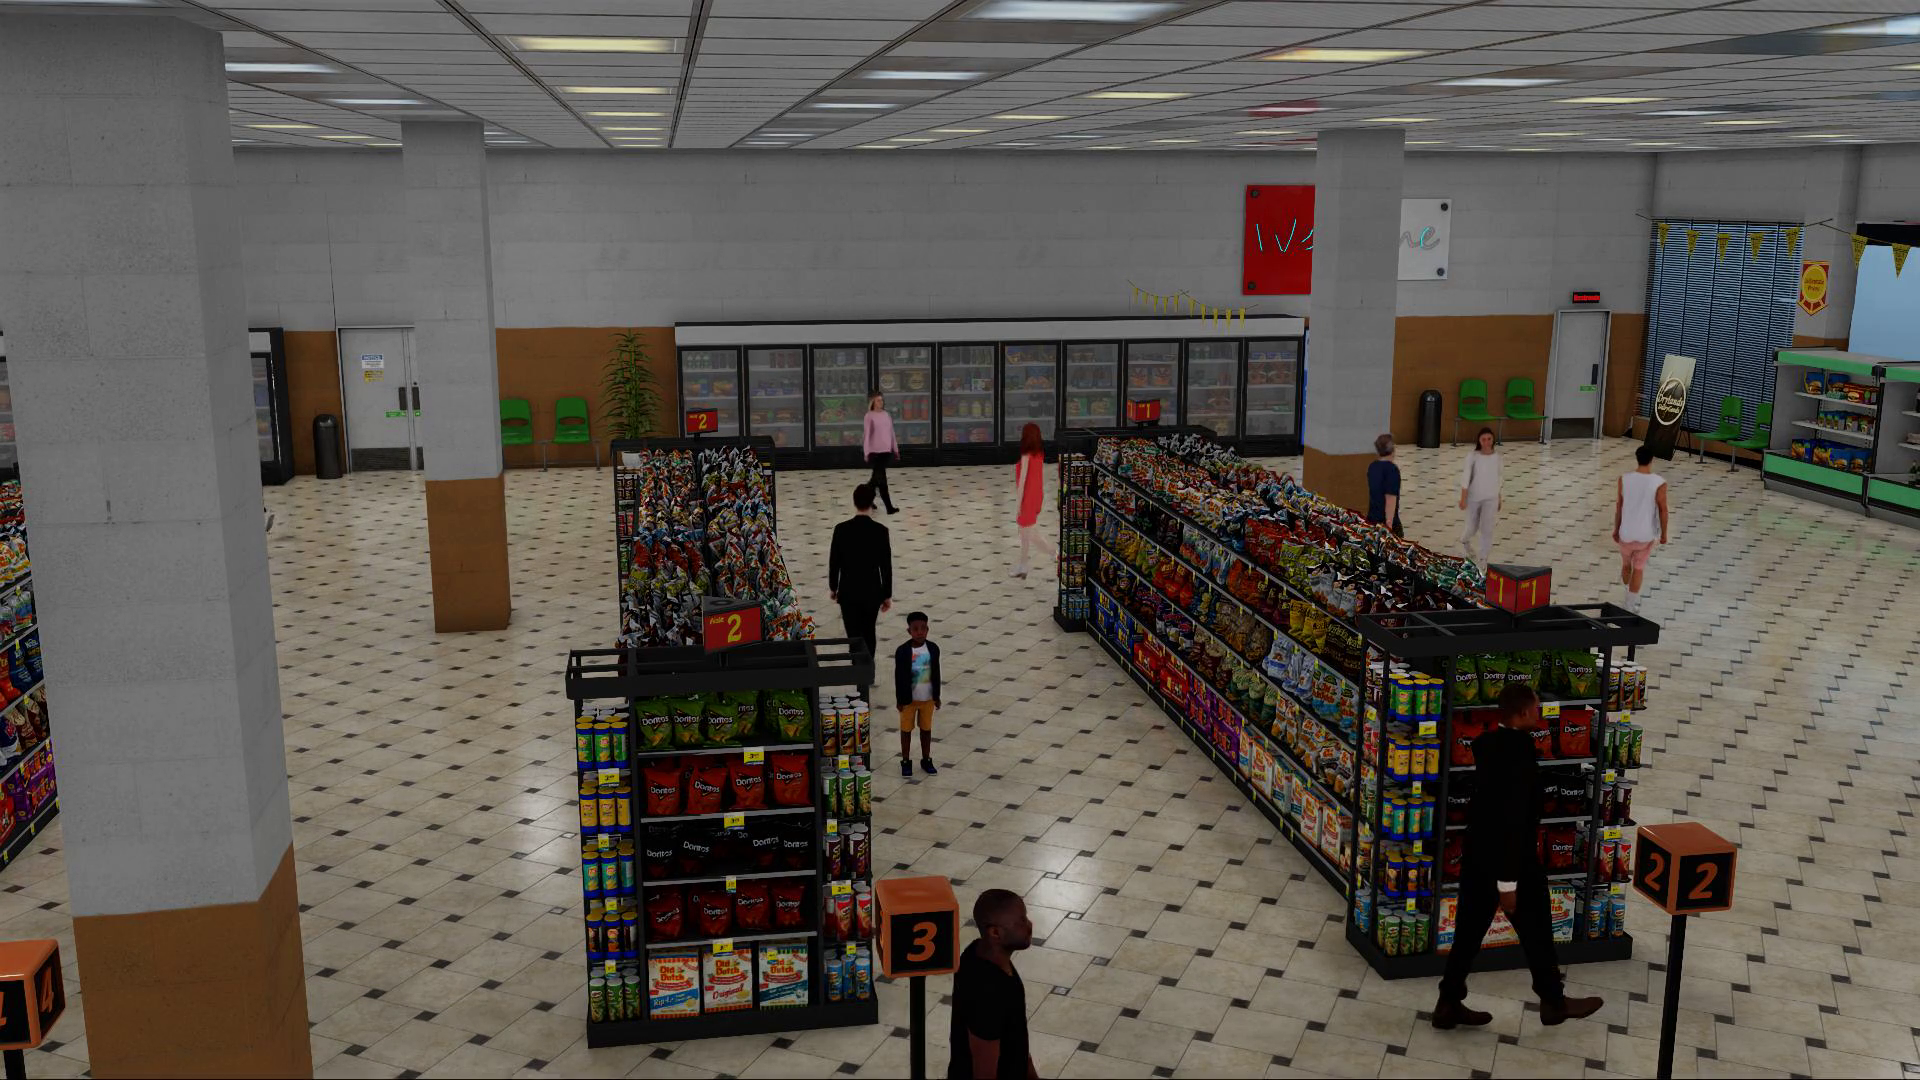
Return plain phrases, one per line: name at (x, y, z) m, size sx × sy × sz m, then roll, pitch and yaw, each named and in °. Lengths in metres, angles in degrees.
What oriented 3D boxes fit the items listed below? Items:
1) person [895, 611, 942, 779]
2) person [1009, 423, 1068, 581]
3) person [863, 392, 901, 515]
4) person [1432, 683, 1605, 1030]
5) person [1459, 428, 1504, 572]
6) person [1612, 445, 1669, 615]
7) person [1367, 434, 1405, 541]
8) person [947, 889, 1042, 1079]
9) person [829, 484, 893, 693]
person at (-0.322, 1.153, 12.602) m, size 0.535 × 1.272 × 0.553 m, roll -4°, pitch 12°, yaw -17°
person at (0.854, -0.391, 18.641) m, size 1.060 × 1.804 × 1.044 m, roll 7°, pitch 14°, yaw 30°
person at (-1.156, -1.180, 22.774) m, size 0.985 × 1.644 × 1.172 m, roll -10°, pitch 16°, yaw -41°
person at (2.716, 1.681, 8.628) m, size 0.802 × 1.875 × 1.041 m, roll -2°, pitch 12°, yaw -10°
person at (6.085, -0.491, 19.455) m, size 0.780 × 1.664 × 1.028 m, roll 0°, pitch 12°, yaw 0°
person at (6.993, -0.072, 17.234) m, size 1.007 × 1.760 × 1.053 m, roll 9°, pitch 15°, yaw 36°
person at (4.371, -0.161, 17.524) m, size 0.818 × 1.815 × 1.123 m, roll -3°, pitch 12°, yaw -13°
person at (0.021, 2.201, 6.394) m, size 0.860 × 1.777 × 1.135 m, roll 0°, pitch 12°, yaw -2°
person at (-0.862, 0.483, 14.357) m, size 0.691 × 1.859 × 1.166 m, roll -3°, pitch 12°, yaw -12°
